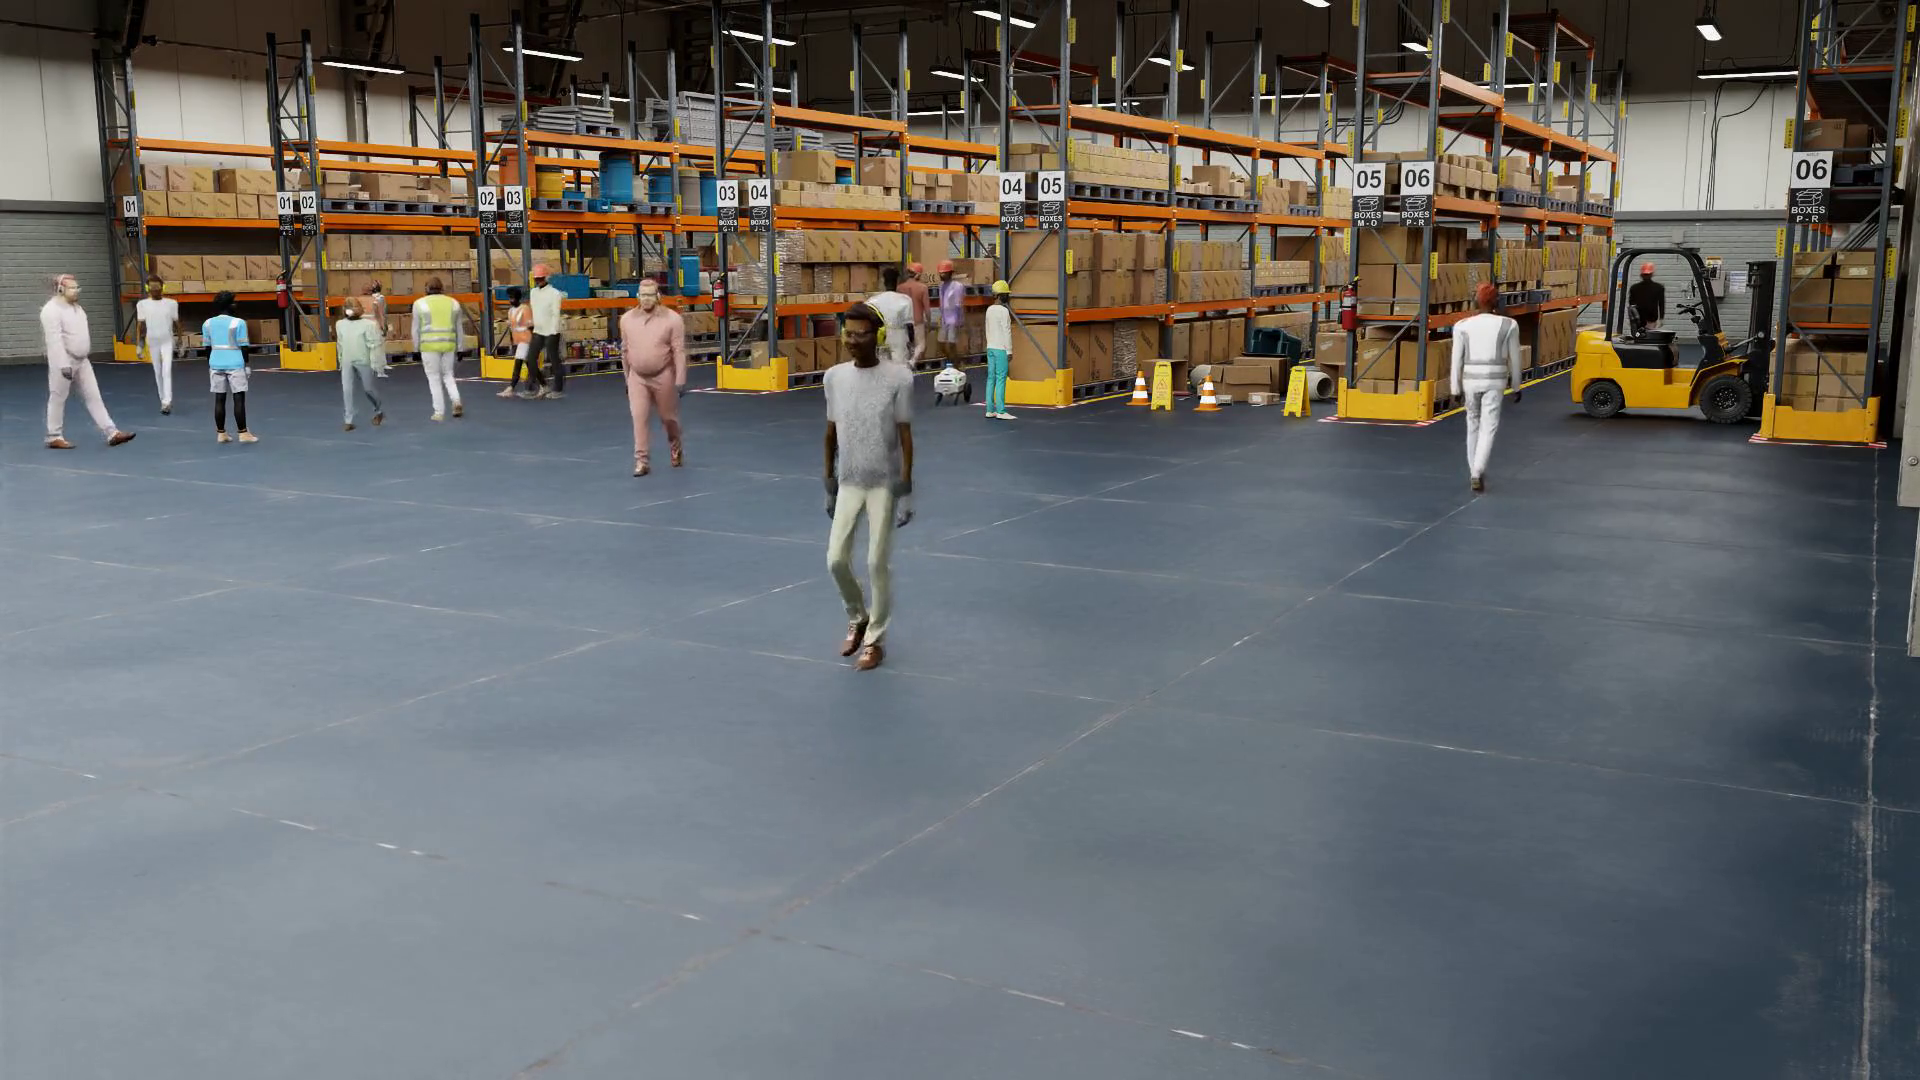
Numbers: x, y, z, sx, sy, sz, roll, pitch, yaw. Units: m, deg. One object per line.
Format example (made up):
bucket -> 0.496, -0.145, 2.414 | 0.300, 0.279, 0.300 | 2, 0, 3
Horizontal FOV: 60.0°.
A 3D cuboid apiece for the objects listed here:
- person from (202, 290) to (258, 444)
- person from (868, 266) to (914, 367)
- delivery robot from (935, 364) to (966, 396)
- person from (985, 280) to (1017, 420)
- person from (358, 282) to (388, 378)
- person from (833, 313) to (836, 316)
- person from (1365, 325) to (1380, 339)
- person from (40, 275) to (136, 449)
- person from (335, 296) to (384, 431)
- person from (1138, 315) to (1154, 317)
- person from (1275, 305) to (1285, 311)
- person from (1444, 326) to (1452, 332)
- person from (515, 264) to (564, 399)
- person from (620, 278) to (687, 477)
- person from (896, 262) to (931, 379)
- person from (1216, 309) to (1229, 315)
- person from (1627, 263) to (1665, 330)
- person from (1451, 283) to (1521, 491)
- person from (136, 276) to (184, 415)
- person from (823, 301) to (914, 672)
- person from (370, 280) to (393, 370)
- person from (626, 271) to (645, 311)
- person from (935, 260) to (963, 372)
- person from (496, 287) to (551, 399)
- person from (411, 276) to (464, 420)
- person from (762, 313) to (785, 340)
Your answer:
person -> -8.083, -1.903, 18.384 | 0.532, 1.697, 0.322 | 2, 10, 11
person -> -0.899, -2.513, 21.223 | 0.610, 1.950, 0.737 | 2, 10, 14
delivery robot -> -0.136, -2.241, 23.429 | 0.477, 0.478, 0.707 | 2, 10, 10
person -> 0.509, -2.414, 21.176 | 0.308, 1.769, 0.525 | -5, 11, -29
person -> -10.017, -3.565, 28.290 | 0.523, 1.636, 0.310 | 0, 10, 2
person -> -2.912, -5.803, 40.623 | 0.638, 1.911, 0.923 | 9, 13, 42
person -> 9.092, -5.084, 36.546 | 0.509, 1.860, 0.333 | 2, 10, 14
person -> -9.438, -1.895, 17.833 | 0.943, 1.861, 0.674 | 1, 10, 7
person -> -7.218, -2.132, 20.003 | 0.505, 1.609, 0.740 | 1, 10, 6
person -> 3.953, -5.015, 36.063 | 0.427, 1.907, 0.692 | -1, 10, -8
person -> 7.581, -5.626, 39.339 | 0.838, 1.984, 0.688 | 2, 10, 9
person -> 9.967, -4.564, 33.527 | 0.571, 1.844, 0.376 | 1, 10, 8
person -> -6.049, -2.984, 23.949 | 0.624, 1.952, 0.920 | 6, 11, 29
person -> -2.925, -1.575, 15.978 | 0.649, 1.874, 0.877 | 1, 10, 4
person -> -0.793, -3.622, 27.649 | 0.709, 1.969, 0.478 | 5, 11, 26
person -> 6.608, -6.043, 41.620 | 0.713, 2.000, 0.717 | -4, 11, -24
person -> 12.385, -4.018, 30.045 | 0.606, 1.952, 1.018 | 3, 10, 18
person -> 4.681, -1.373, 14.883 | 0.580, 1.844, 0.957 | 5, 11, 28
person -> -10.530, -2.558, 21.866 | 0.545, 1.815, 0.973 | -3, 10, -17
person -> -0.464, -0.260, 8.326 | 0.511, 1.856, 0.377 | 3, 10, 15
person -> -10.673, -3.938, 30.465 | 0.514, 1.642, 0.314 | 7, 12, 34
person -> -6.372, -4.480, 33.109 | 0.588, 1.822, 0.403 | 5, 11, 29
person -> -0.193, -3.544, 27.061 | 0.459, 2.014, 0.634 | -7, 12, -34
person -> -6.376, -2.881, 24.306 | 0.904, 1.626, 0.587 | -8, 12, -39
person -> -6.596, -2.409, 20.998 | 0.628, 1.825, 0.433 | -8, 13, -39
person -> -3.336, -3.894, 29.453 | 0.618, 1.902, 0.595 | -6, 11, -30
